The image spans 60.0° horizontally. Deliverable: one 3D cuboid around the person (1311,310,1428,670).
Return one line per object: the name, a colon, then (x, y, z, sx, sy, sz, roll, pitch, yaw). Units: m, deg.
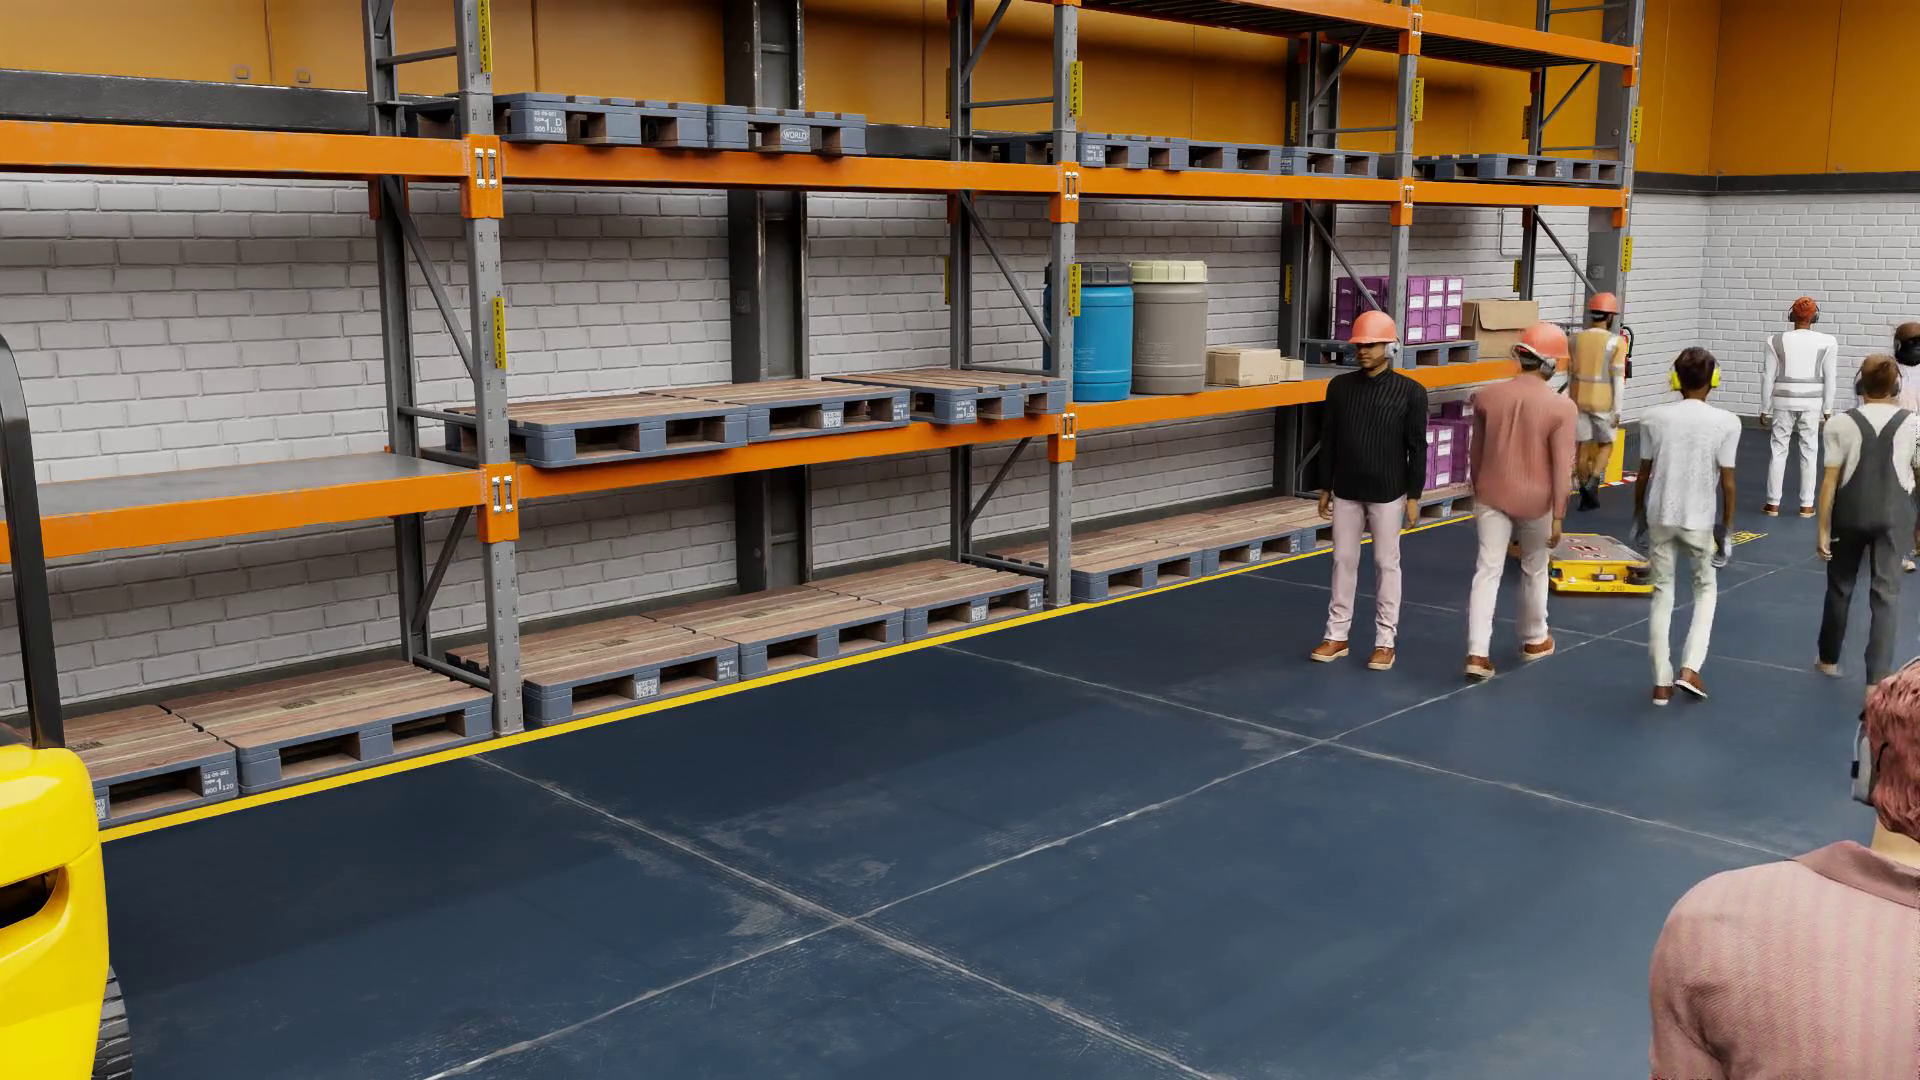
person: (2.276, -0.275, 9.265, 0.612, 1.996, 0.388, 8, 13, 36)

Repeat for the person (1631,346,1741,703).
person: (3.717, -0.072, 8.574, 0.520, 1.847, 0.430, 6, 12, 32)

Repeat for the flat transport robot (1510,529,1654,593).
flat transport robot: (4.371, 0.136, 11.730, 0.652, 0.197, 1.431, 1, 10, 6)

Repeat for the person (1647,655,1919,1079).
person: (1.220, 1.074, 2.174, 0.643, 1.902, 0.399, 7, 13, 34)

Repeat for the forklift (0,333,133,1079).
forklift: (-3.289, 0.485, 4.582, 1.214, 2.155, 2.313, -10, 14, -44)

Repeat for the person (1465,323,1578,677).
person: (3.073, -0.223, 9.152, 0.613, 1.938, 1.014, 7, 13, 34)

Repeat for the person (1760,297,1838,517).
person: (7.162, -1.130, 14.243, 0.574, 1.882, 0.356, 5, 11, 24)

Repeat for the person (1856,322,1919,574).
person: (6.823, -0.675, 12.030, 0.639, 1.793, 0.979, 0, 10, 2)

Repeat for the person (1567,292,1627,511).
person: (5.513, -1.191, 14.490, 0.540, 1.916, 0.498, 9, 14, 42)

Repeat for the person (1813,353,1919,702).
person: (4.796, -0.070, 8.735, 0.542, 1.803, 0.906, 5, 11, 23)
